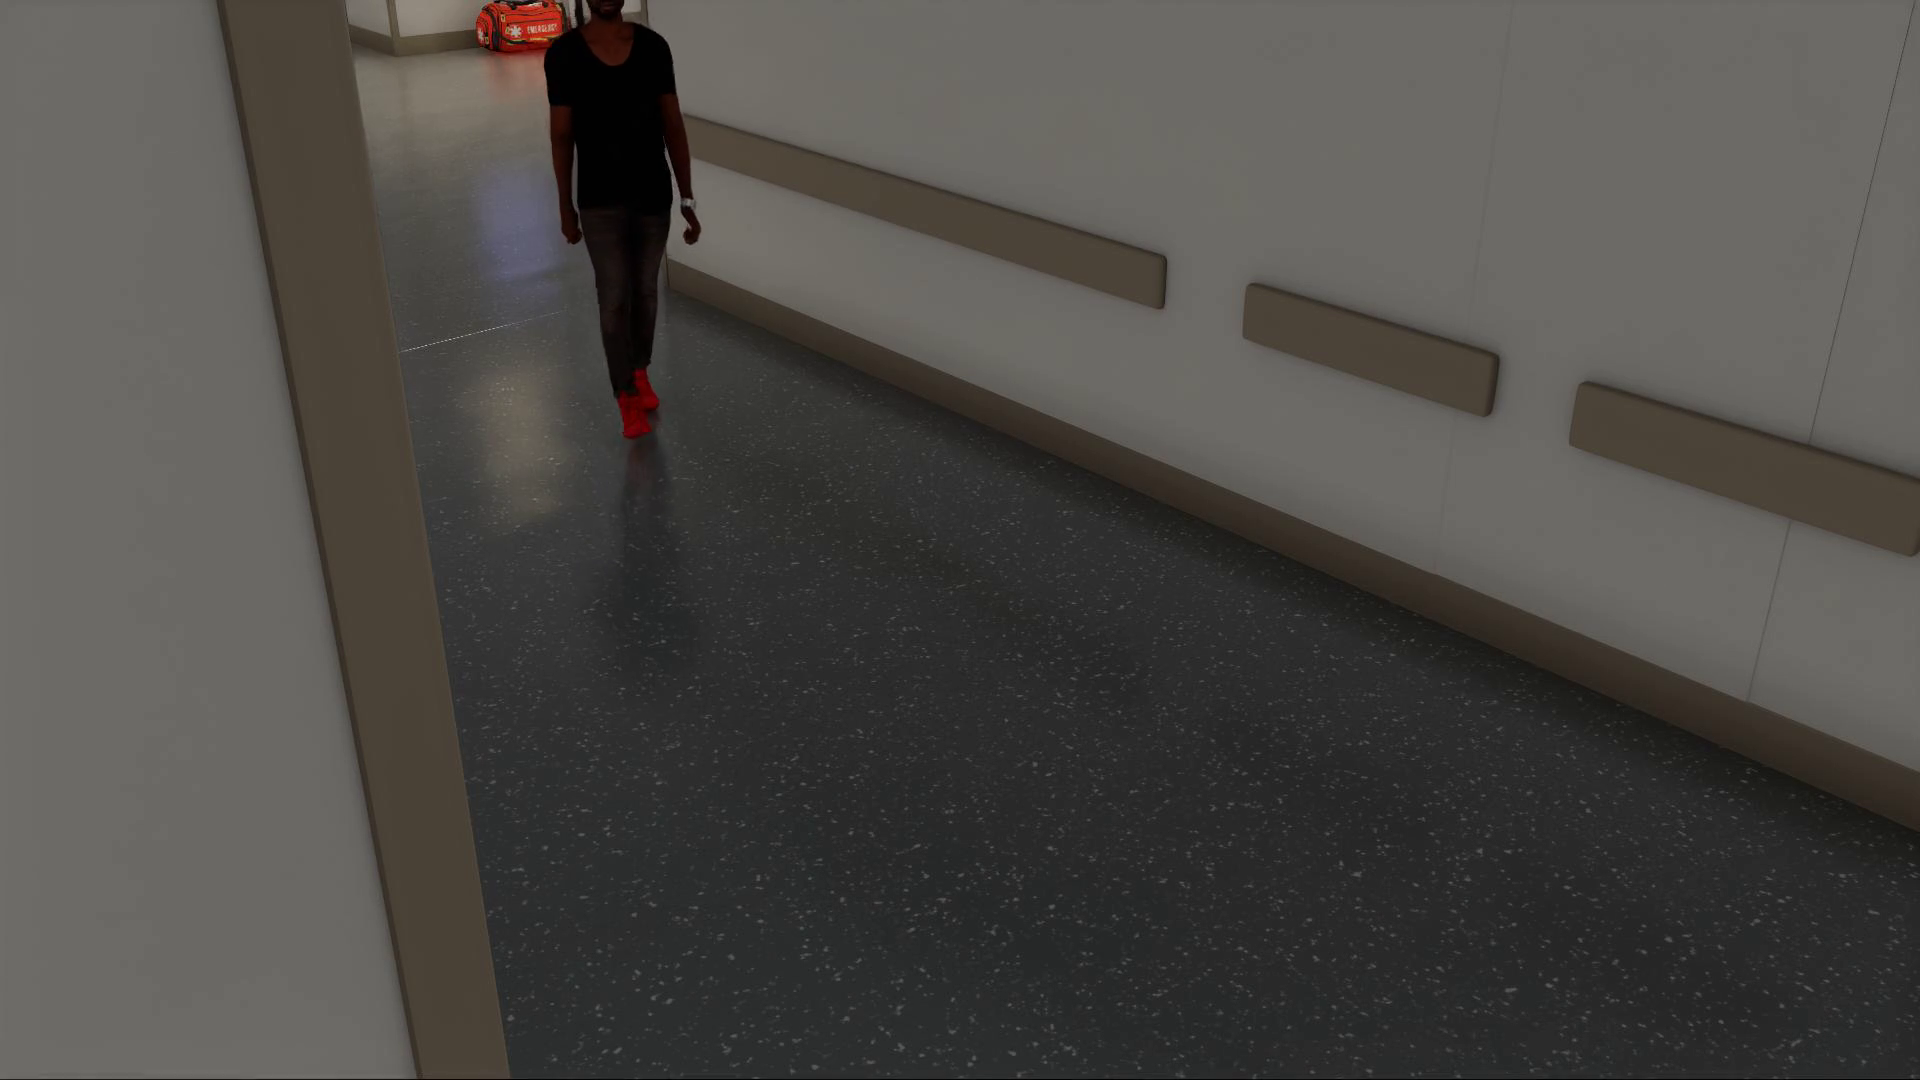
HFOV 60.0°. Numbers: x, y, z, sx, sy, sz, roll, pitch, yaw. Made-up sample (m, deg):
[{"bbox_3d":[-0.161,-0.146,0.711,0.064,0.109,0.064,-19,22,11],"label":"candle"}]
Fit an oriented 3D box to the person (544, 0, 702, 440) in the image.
[{"bbox_3d":[-1.318,-1.351,6.473,0.995,1.780,0.879,-11,28,-22],"label":"person"}]
